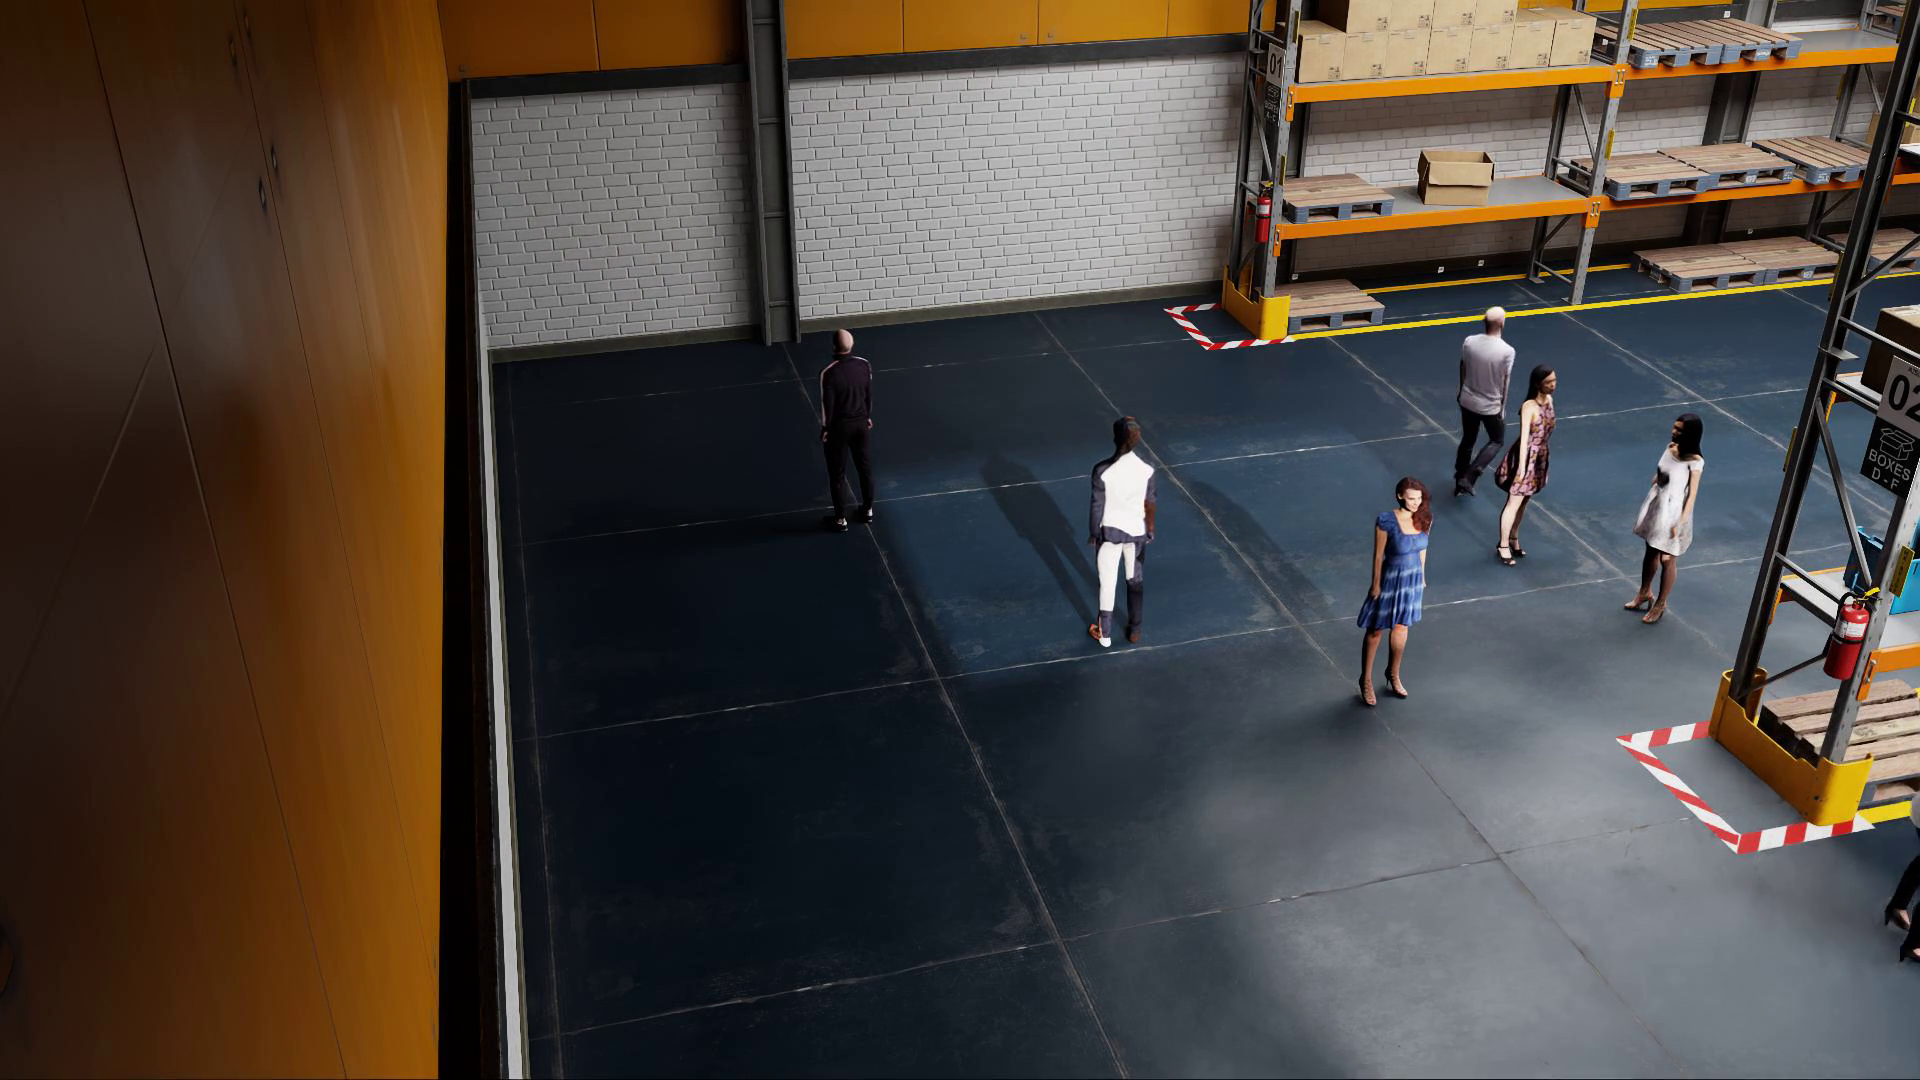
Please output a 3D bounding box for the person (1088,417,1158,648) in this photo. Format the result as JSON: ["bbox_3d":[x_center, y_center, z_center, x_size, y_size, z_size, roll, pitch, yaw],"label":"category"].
[{"bbox_3d":[1.239,-0.057,12.742,0.545,1.893,0.752,-5,29,-8],"label":"person"}]

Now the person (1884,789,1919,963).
[{"bbox_3d":[5.651,1.662,9.719,0.645,1.769,0.638,-4,29,-8],"label":"person"}]

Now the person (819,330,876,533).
[{"bbox_3d":[-0.976,-0.959,14.454,0.646,1.837,0.802,-19,34,-31],"label":"person"}]

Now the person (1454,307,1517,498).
[{"bbox_3d":[4.615,-1.181,14.880,0.859,1.819,0.816,-23,36,-36],"label":"person"}]

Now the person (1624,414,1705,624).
[{"bbox_3d":[5.564,-0.179,13.088,0.607,1.775,0.629,-7,29,-13],"label":"person"}]

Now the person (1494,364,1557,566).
[{"bbox_3d":[4.754,-0.634,13.924,0.854,1.774,0.774,25,37,38],"label":"person"}]

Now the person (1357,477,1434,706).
[{"bbox_3d":[3.166,0.364,12.060,0.552,1.806,0.758,-12,31,-21],"label":"person"}]
